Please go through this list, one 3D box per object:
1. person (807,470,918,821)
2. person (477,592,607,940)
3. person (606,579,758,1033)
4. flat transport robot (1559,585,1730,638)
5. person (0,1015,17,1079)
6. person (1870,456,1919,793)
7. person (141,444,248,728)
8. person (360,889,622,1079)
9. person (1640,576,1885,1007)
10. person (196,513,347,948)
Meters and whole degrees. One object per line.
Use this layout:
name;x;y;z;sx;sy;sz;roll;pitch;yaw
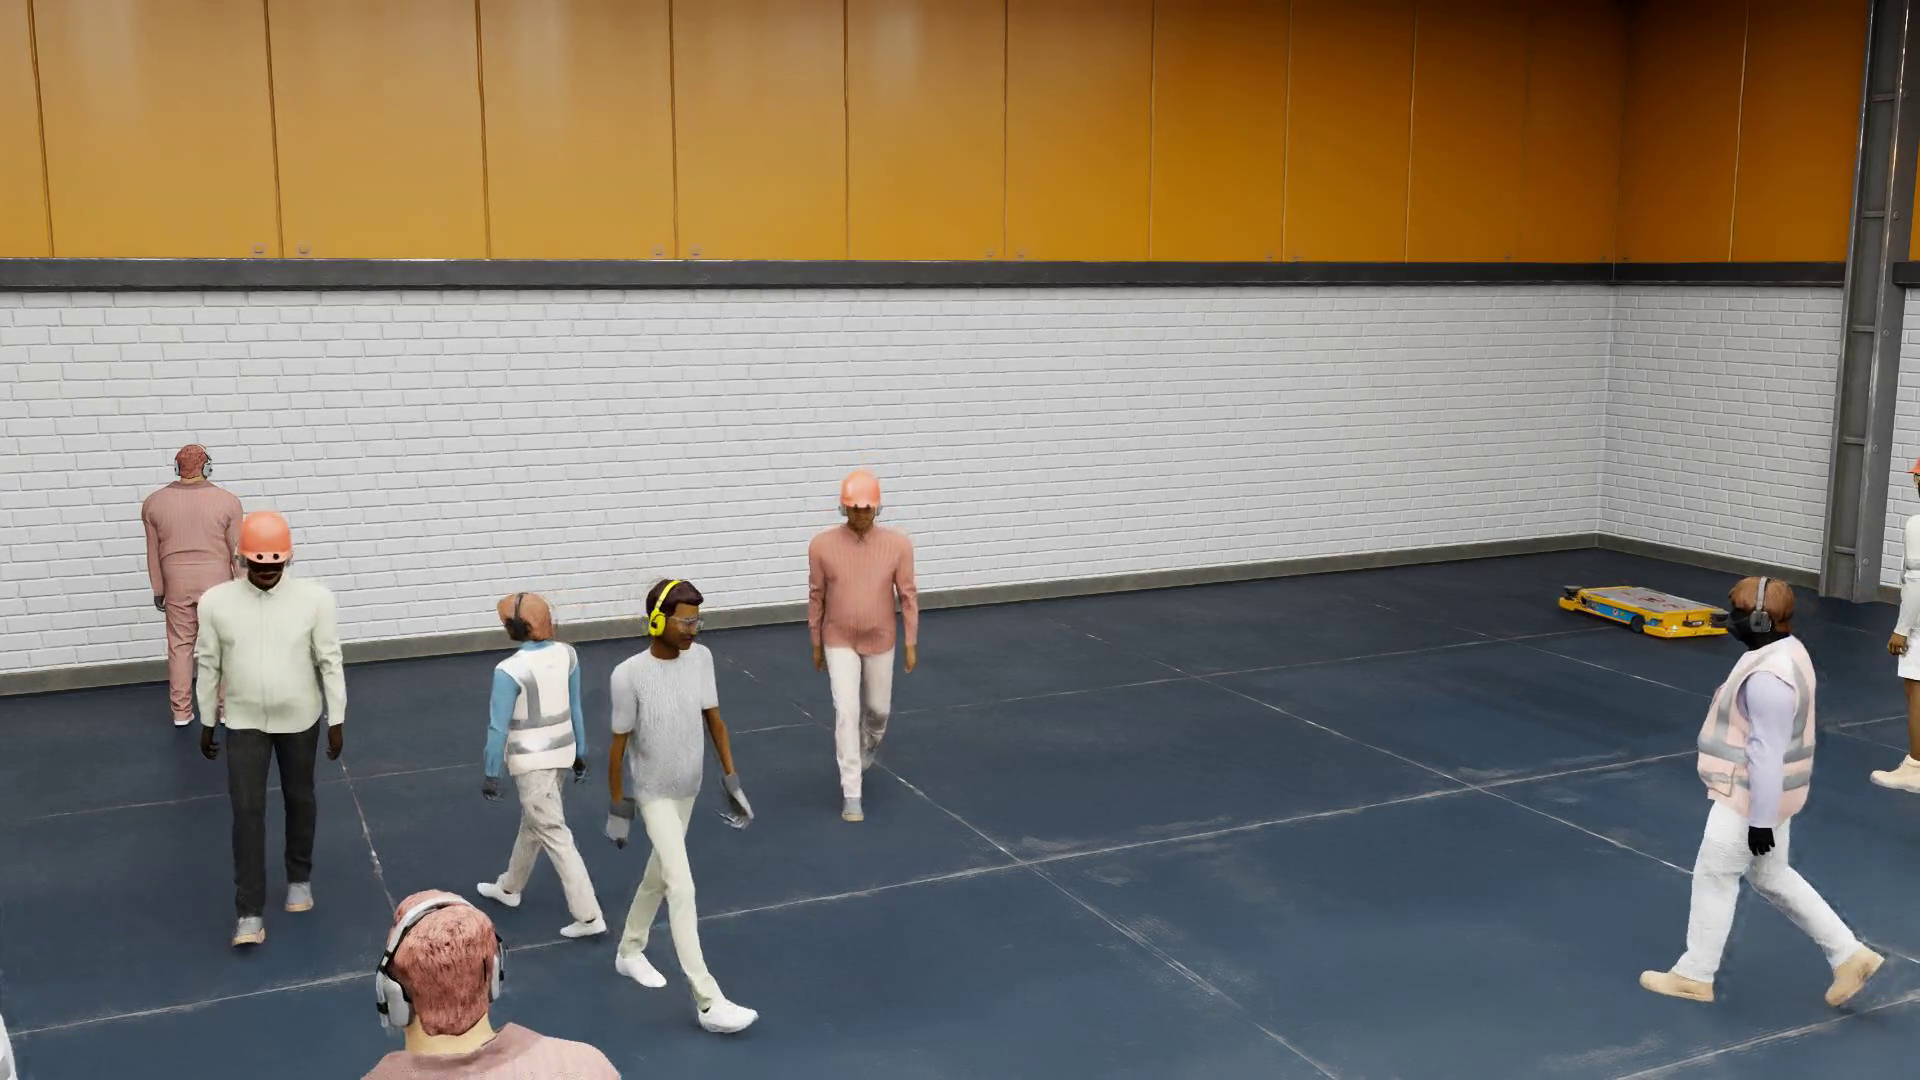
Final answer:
person;-0.558;0.539;9.518;0.626;1.958;0.899;-1;9;-6
person;-1.956;1.021;7.637;0.879;1.582;0.526;5;10;26
person;-1.175;1.052;6.807;0.981;1.822;0.482;7;11;36
flat transport robot;5.897;0.596;14.346;0.652;0.197;1.431;-3;10;-16
person;-2.363;1.499;3.888;0.343;1.857;0.734;-2;9;-11
person;5.657;0.456;9.730;0.611;2.043;0.375;-5;11;-30
person;-5.070;0.306;11.117;0.643;1.903;0.402;-2;9;-10
person;-0.928;1.595;3.155;0.644;1.893;0.472;-5;11;-30
person;3.328;1.047;6.796;0.833;1.818;0.634;5;11;31
person;-3.136;0.849;7.581;0.643;1.942;0.952;-3;10;-20
